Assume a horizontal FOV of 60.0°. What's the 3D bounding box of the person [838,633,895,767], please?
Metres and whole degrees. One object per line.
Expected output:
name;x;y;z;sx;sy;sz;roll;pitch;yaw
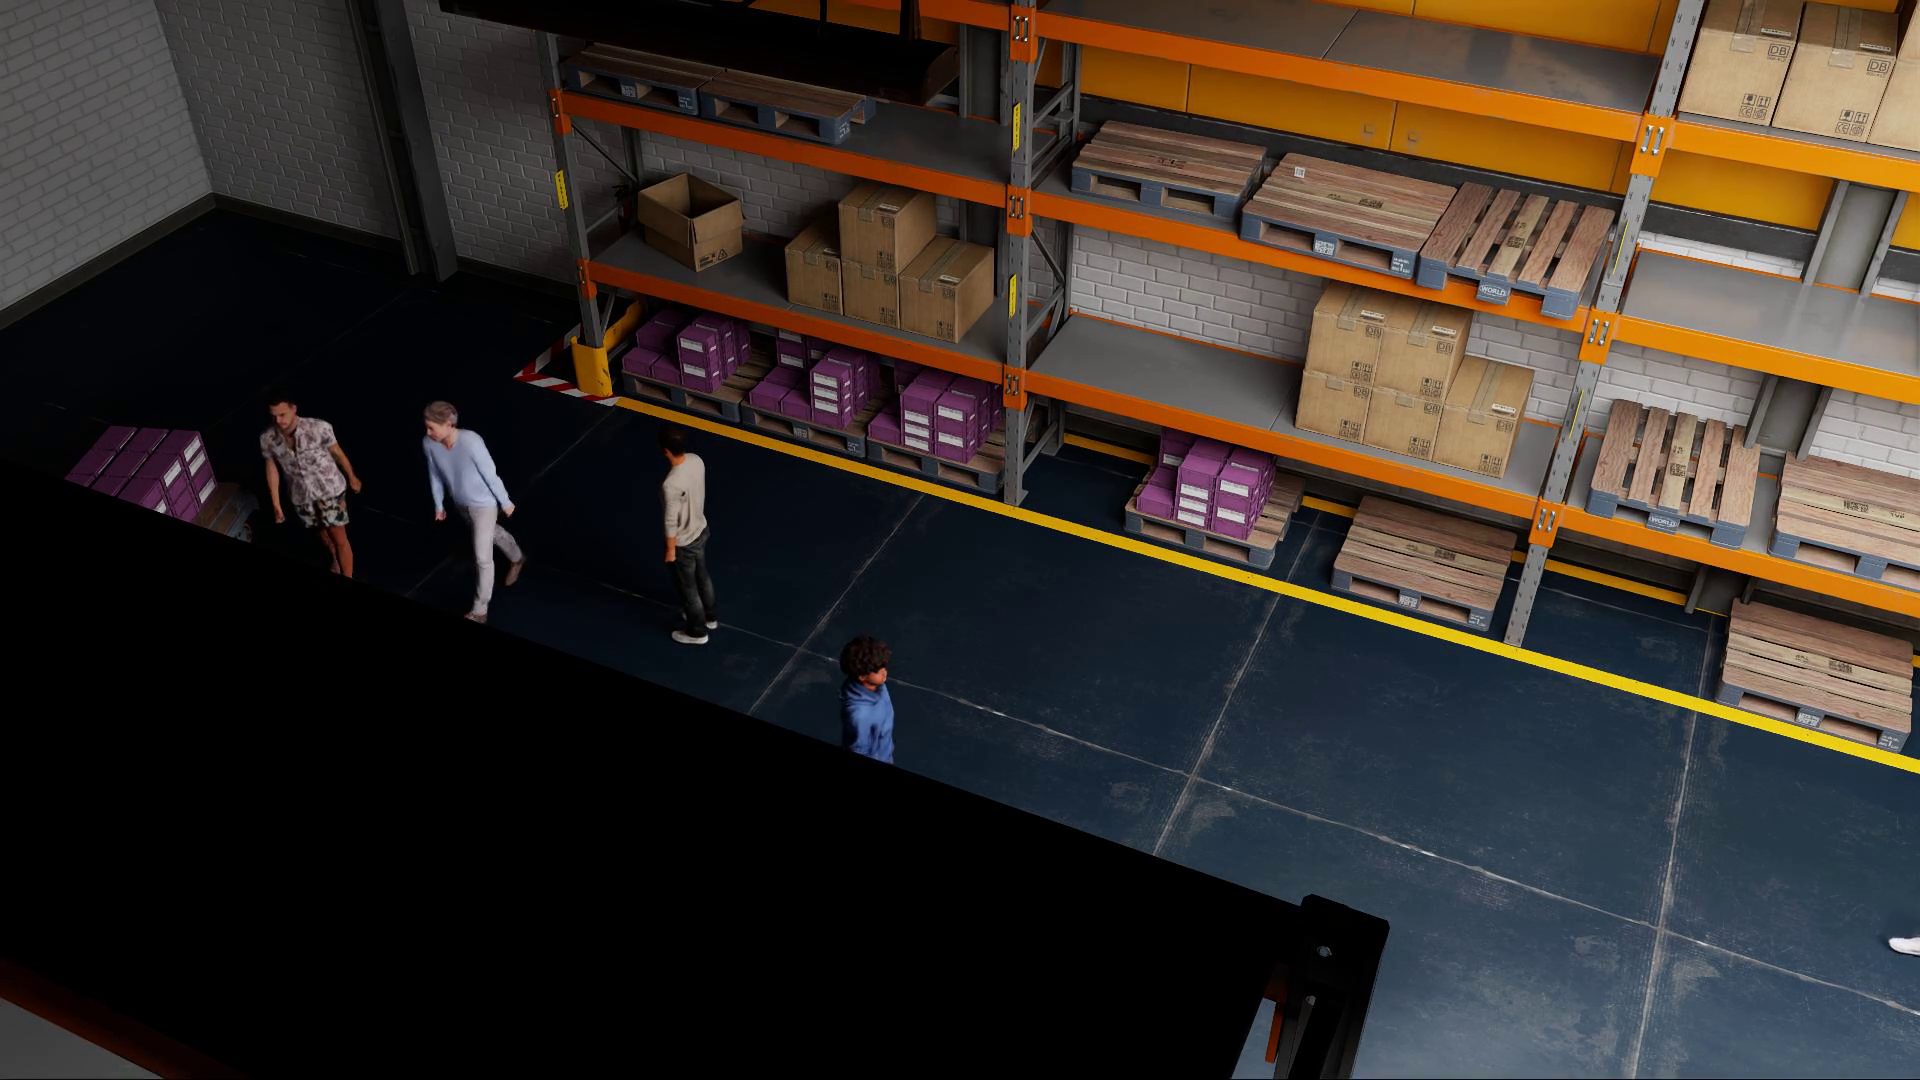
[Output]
person;-0.655;1.278;10.094;1.111;1.785;0.801;9;40;11

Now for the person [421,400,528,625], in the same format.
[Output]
person;-3.439;-0.311;12.046;1.123;1.832;0.738;12;40;15

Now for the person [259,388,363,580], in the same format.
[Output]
person;-4.727;-0.443;12.249;1.071;1.785;1.072;-3;39;-4

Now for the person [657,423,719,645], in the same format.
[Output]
person;-1.909;-0.041;11.729;0.593;1.805;0.687;10;40;12
